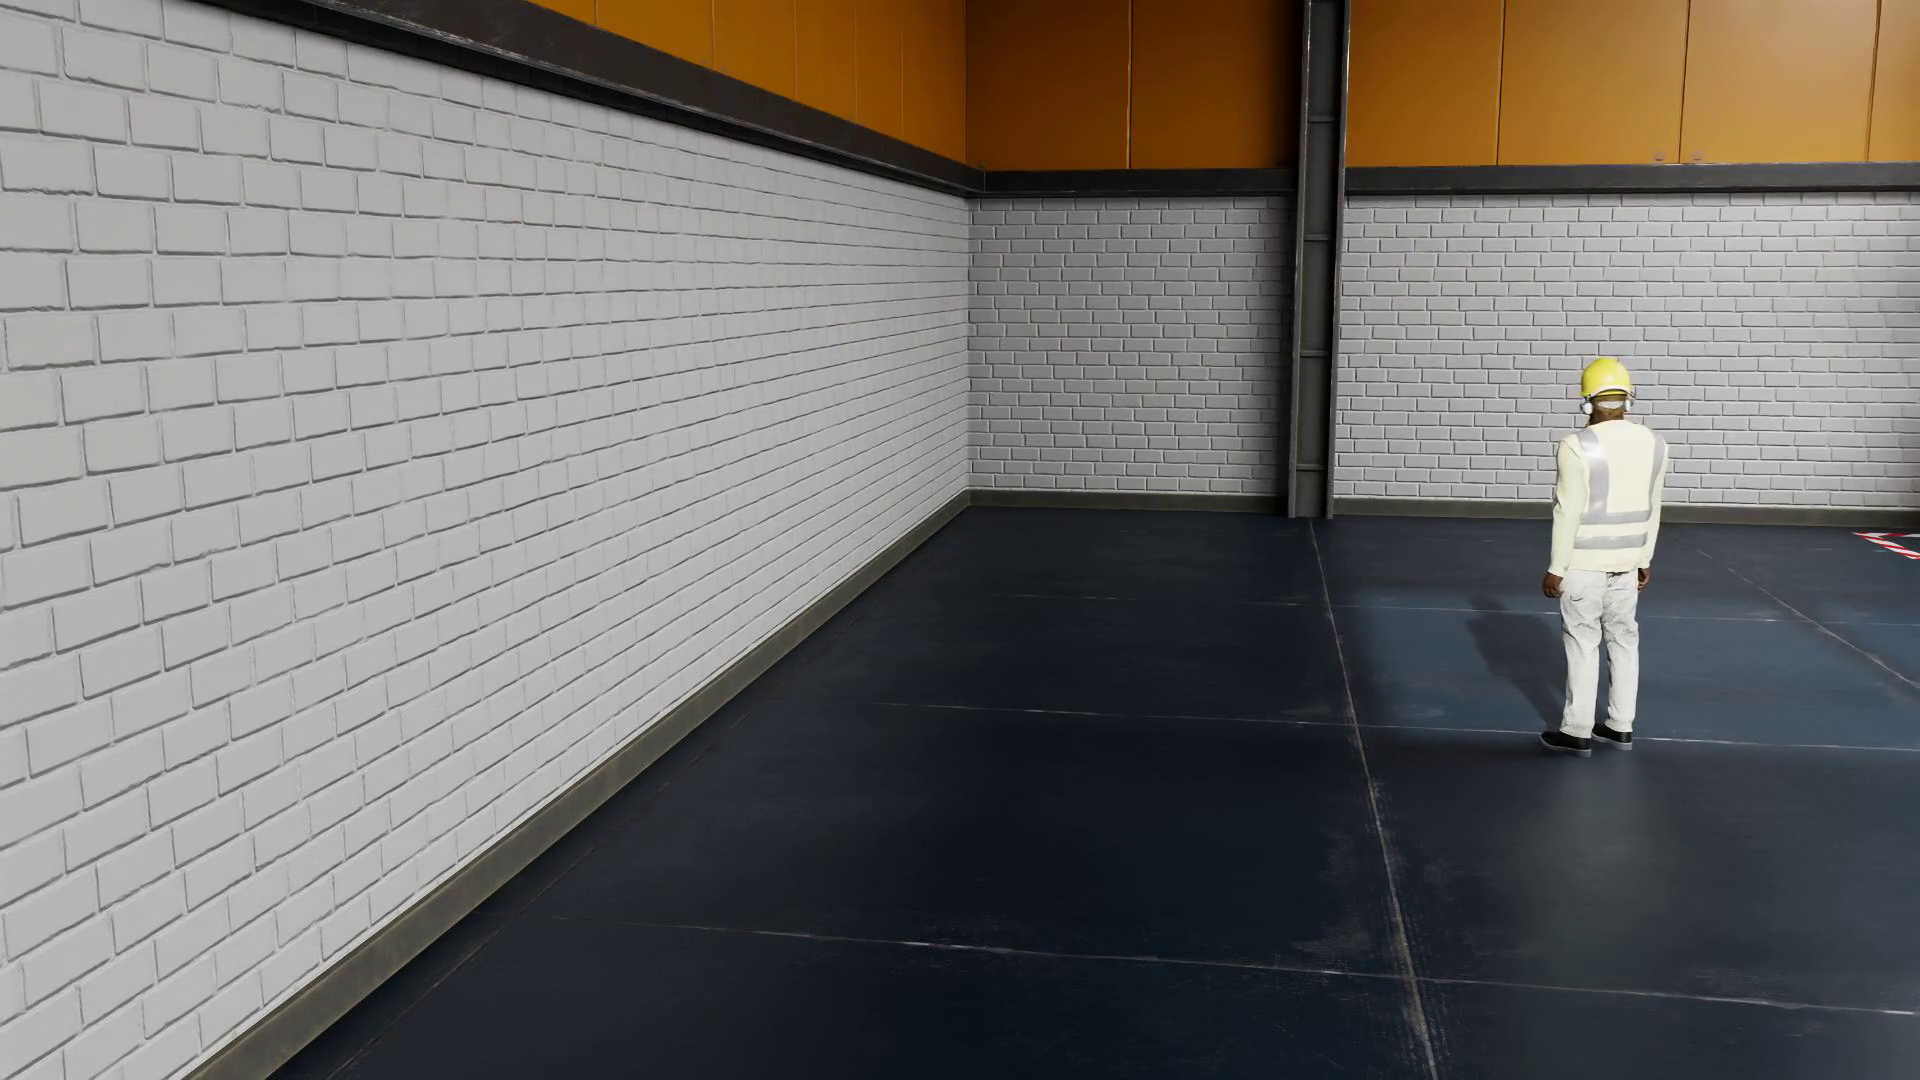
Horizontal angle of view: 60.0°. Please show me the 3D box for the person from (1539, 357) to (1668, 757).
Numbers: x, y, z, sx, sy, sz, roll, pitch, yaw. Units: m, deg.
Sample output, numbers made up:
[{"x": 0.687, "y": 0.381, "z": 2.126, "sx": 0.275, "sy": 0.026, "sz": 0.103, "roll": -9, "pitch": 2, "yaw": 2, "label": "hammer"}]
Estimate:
[{"x": 2.929, "y": 0.081, "z": 7.641, "sx": 0.600, "sy": 1.826, "sz": 0.404, "roll": -4, "pitch": 10, "yaw": -22, "label": "person"}]
